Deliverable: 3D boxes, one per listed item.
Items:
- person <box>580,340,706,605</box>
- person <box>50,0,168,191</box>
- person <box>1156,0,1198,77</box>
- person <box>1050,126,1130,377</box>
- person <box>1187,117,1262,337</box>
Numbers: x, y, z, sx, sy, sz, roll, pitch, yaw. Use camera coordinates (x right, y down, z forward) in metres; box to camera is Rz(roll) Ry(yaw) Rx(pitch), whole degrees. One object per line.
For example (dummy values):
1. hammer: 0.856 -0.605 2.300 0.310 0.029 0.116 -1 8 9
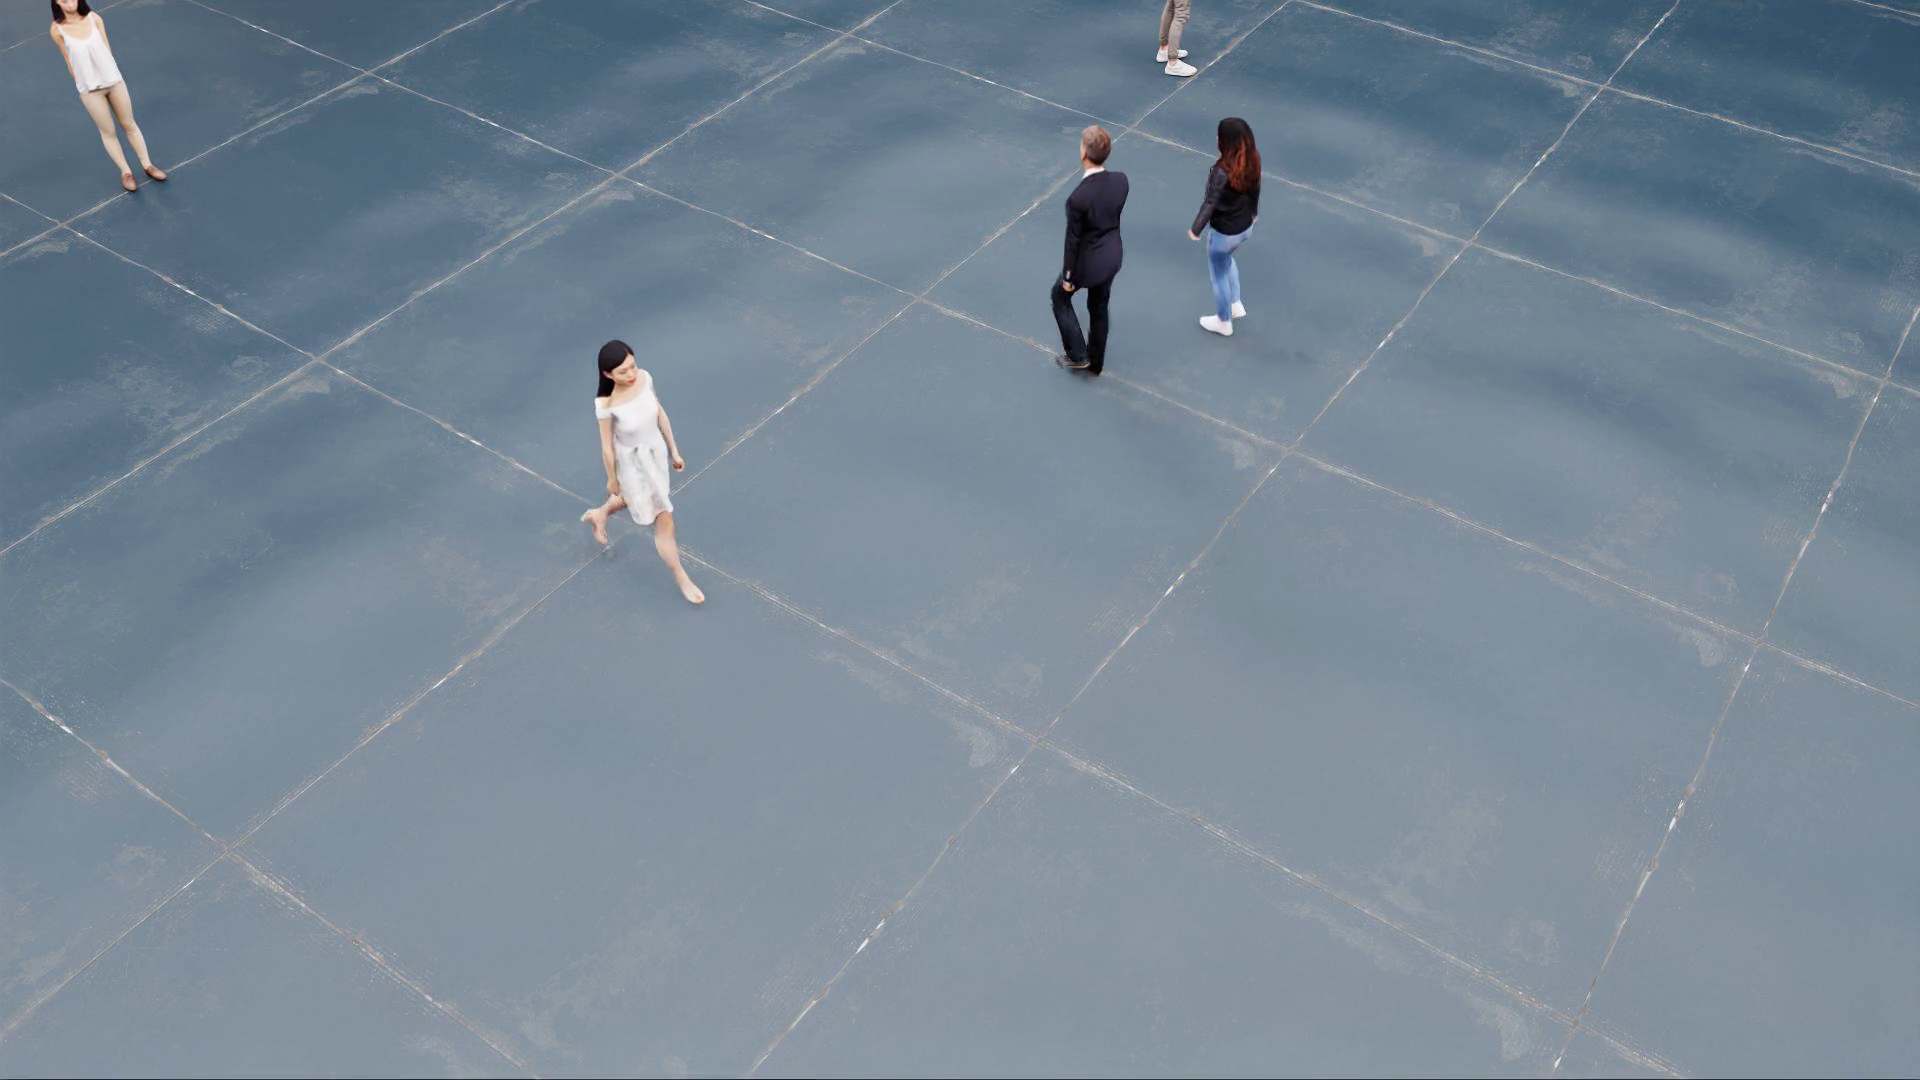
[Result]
1. person: -1.872 -0.431 9.404 1.143 1.740 0.609 24 48 23
2. person: -6.614 -3.515 12.770 0.581 1.653 0.650 26 49 25
3. person: 1.869 -4.872 14.086 0.909 1.841 0.855 -5 43 -5
4. person: 0.909 -1.804 10.833 0.773 1.796 0.766 -25 49 -25
5. person: 1.883 -2.080 11.258 0.620 1.620 0.686 31 51 29
